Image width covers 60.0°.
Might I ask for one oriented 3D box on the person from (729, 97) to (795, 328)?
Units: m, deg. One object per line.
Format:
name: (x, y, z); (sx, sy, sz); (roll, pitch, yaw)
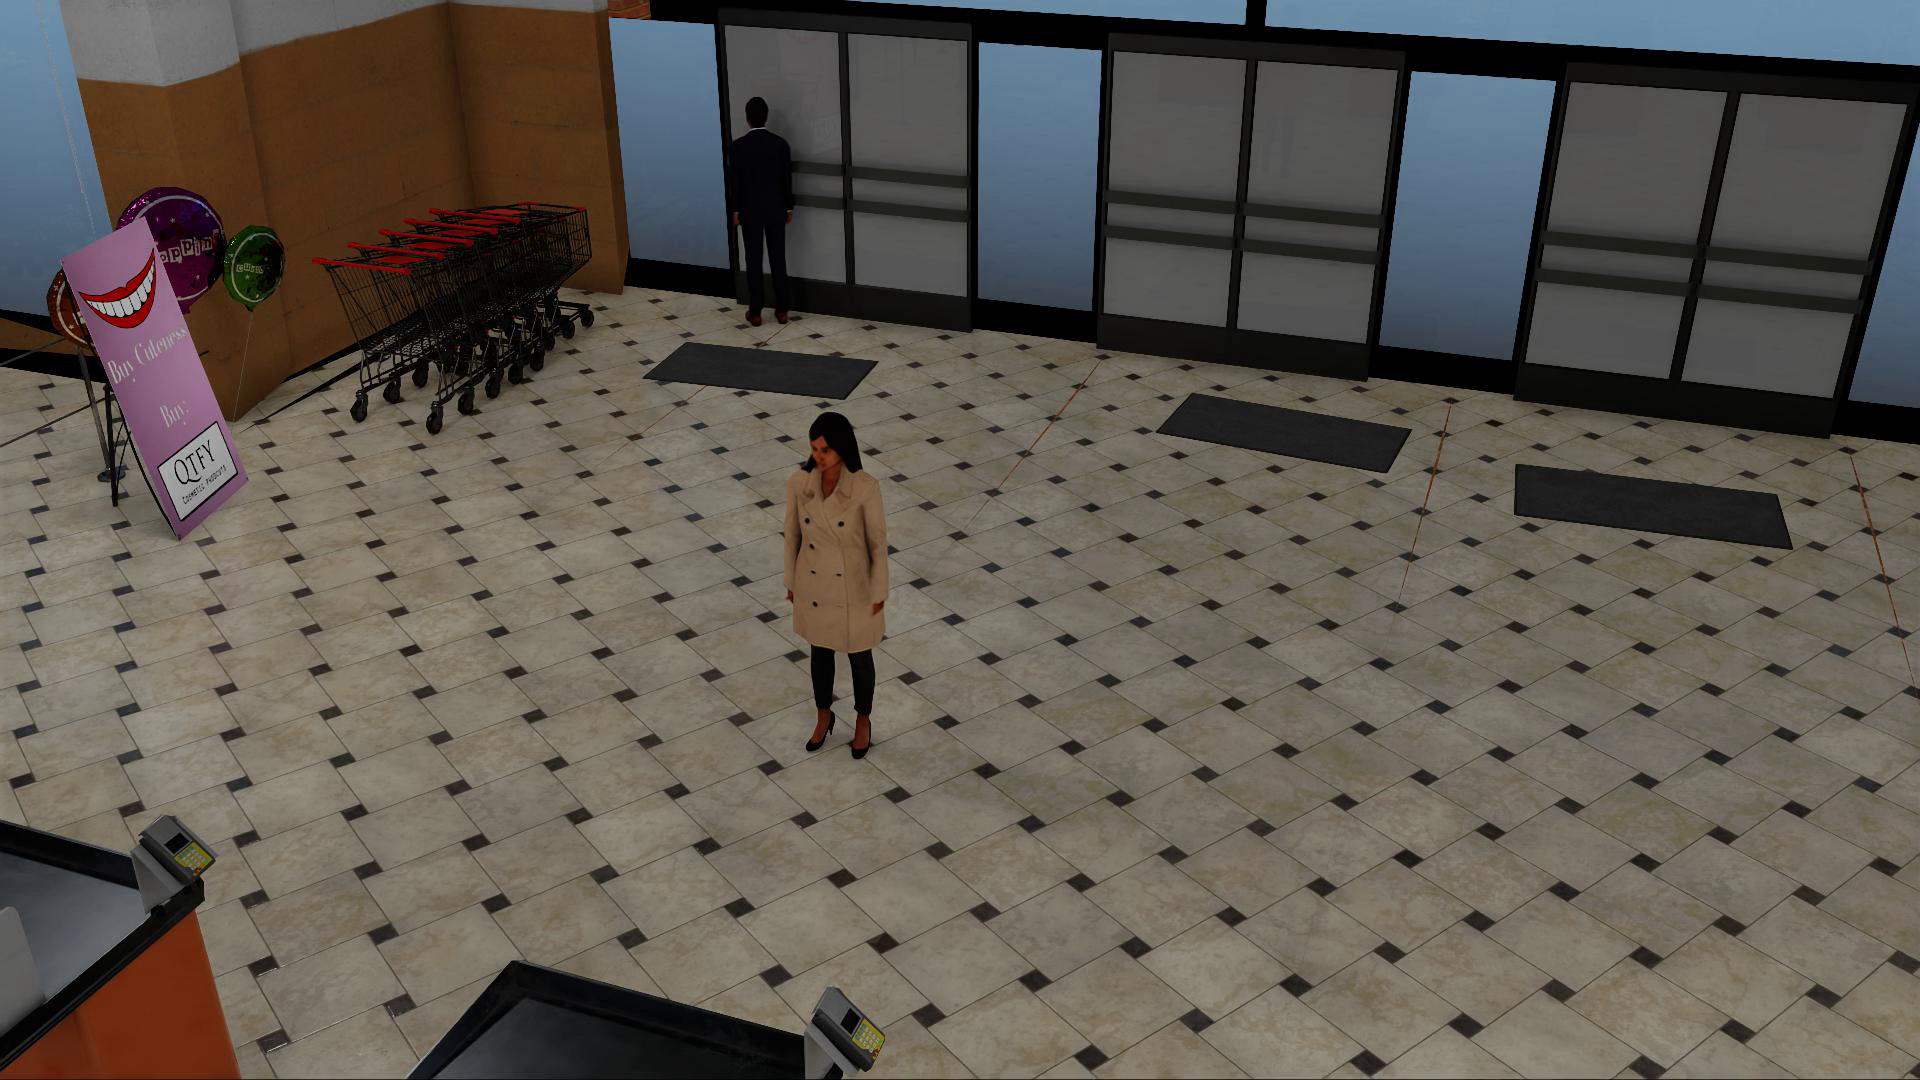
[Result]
person: (-1.497, -2.479, 12.621); (0.708, 1.722, 0.732); (-8, 28, -15)

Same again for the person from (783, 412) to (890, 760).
person: (-0.540, 0.209, 7.366); (0.651, 1.681, 0.515); (8, 28, 16)
